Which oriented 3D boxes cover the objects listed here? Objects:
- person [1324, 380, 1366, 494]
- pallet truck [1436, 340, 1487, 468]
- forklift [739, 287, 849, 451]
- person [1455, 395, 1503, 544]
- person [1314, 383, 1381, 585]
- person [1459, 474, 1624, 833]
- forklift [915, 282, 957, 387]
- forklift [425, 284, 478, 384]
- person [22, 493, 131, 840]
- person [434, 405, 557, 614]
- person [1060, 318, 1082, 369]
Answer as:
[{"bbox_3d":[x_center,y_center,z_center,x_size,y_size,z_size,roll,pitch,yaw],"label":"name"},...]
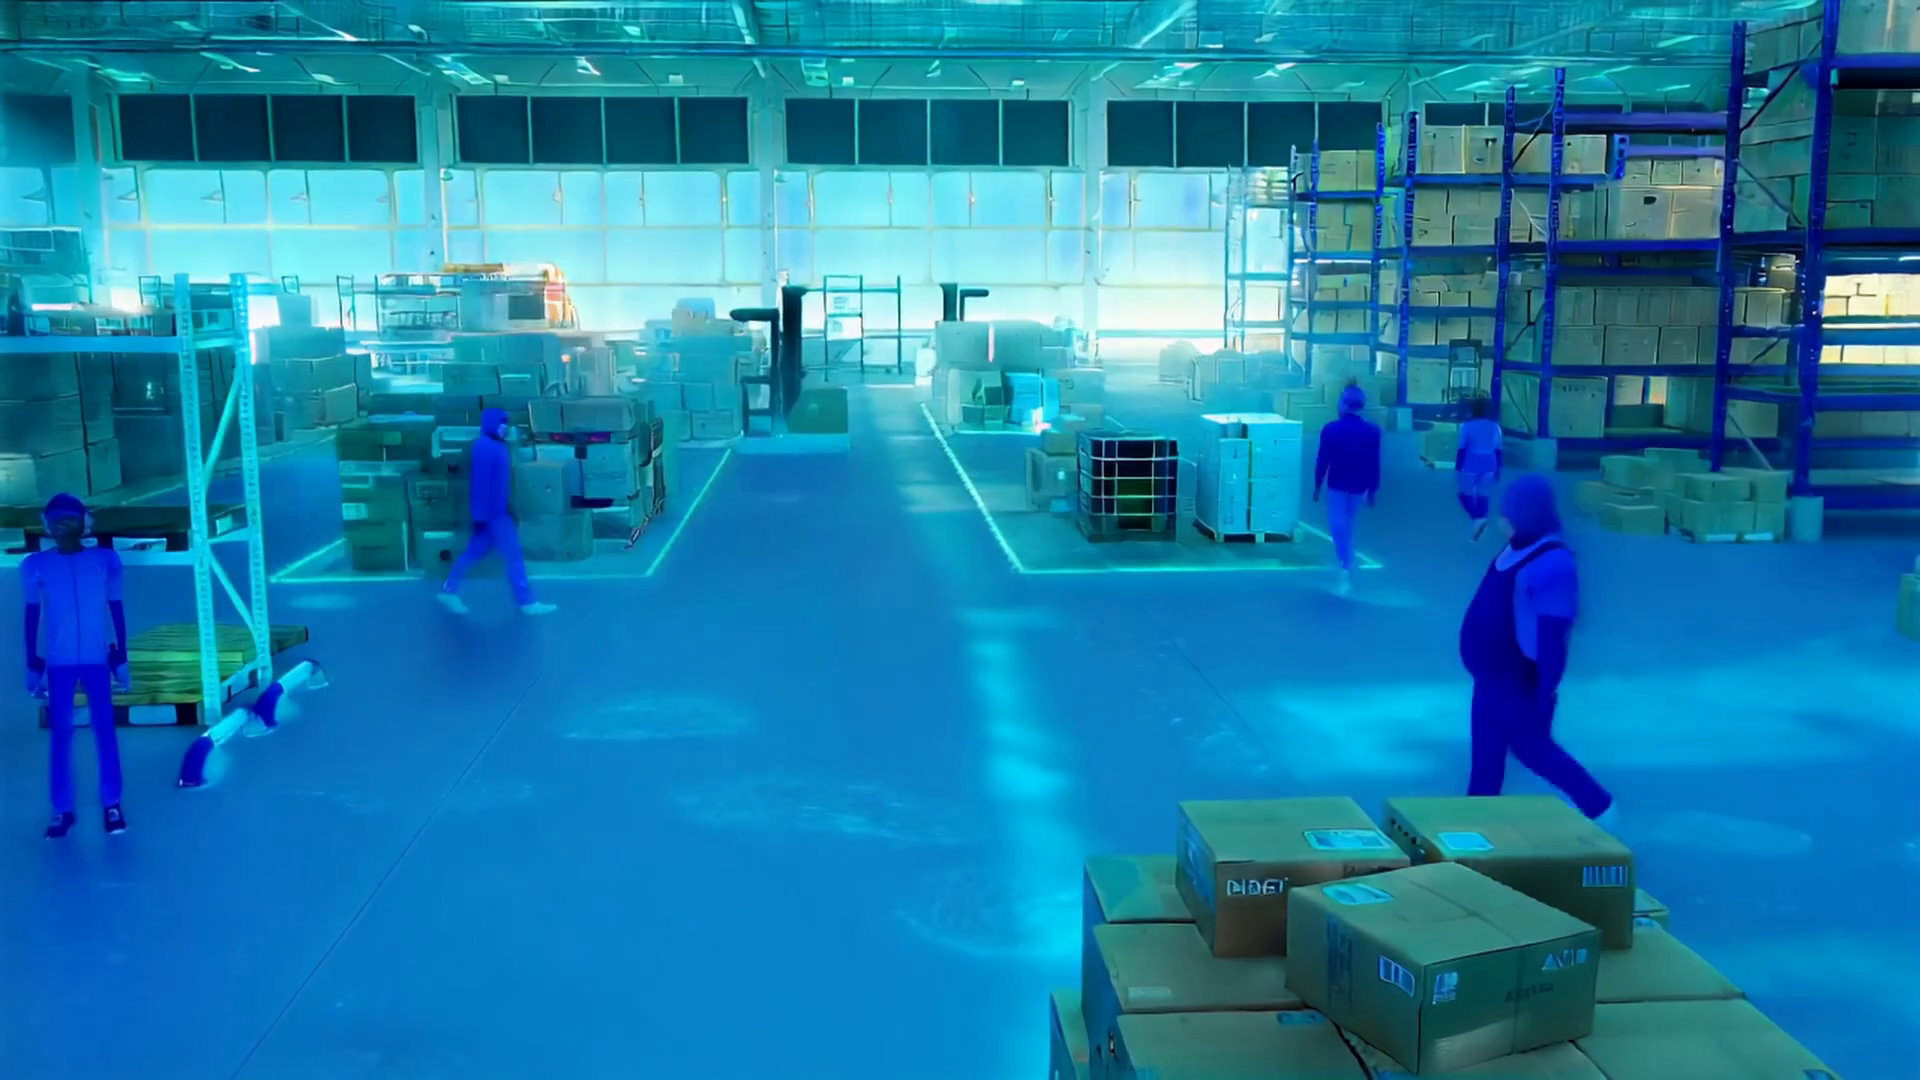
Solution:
[{"bbox_3d":[5.288,-1.397,22.798,0.642,1.592,0.574,-9,13,-44],"label":"person"},{"bbox_3d":[8.004,-2.170,26.422,0.823,1.965,1.885,2,9,14],"label":"pallet truck"},{"bbox_3d":[-2.857,-2.959,28.607,1.873,2.768,1.129,-1,9,-4],"label":"forklift"},{"bbox_3d":[5.850,-0.780,18.663,0.551,1.678,0.452,-2,9,-15],"label":"person"},{"bbox_3d":[3.808,-0.542,16.269,0.614,1.973,0.835,-1,9,-7],"label":"person"},{"bbox_3d":[3.010,0.631,8.695,0.855,2.000,0.688,0,9,-1],"label":"person"},{"bbox_3d":[-0.281,-5.566,44.980,1.873,2.768,1.129,-1,9,-4],"label":"forklift"},{"bbox_3d":[-10.775,-4.216,36.500,1.873,2.768,1.129,-2,9,-13],"label":"forklift"},{"bbox_3d":[-4.766,0.672,8.976,0.507,1.872,0.329,-3,10,-21],"label":"person"},{"bbox_3d":[-4.196,-0.257,14.780,1.051,1.892,0.641,-1,9,-7],"label":"person"},{"bbox_3d":[2.929,-4.853,43.538,0.564,1.906,0.798,5,10,26],"label":"person"}]
